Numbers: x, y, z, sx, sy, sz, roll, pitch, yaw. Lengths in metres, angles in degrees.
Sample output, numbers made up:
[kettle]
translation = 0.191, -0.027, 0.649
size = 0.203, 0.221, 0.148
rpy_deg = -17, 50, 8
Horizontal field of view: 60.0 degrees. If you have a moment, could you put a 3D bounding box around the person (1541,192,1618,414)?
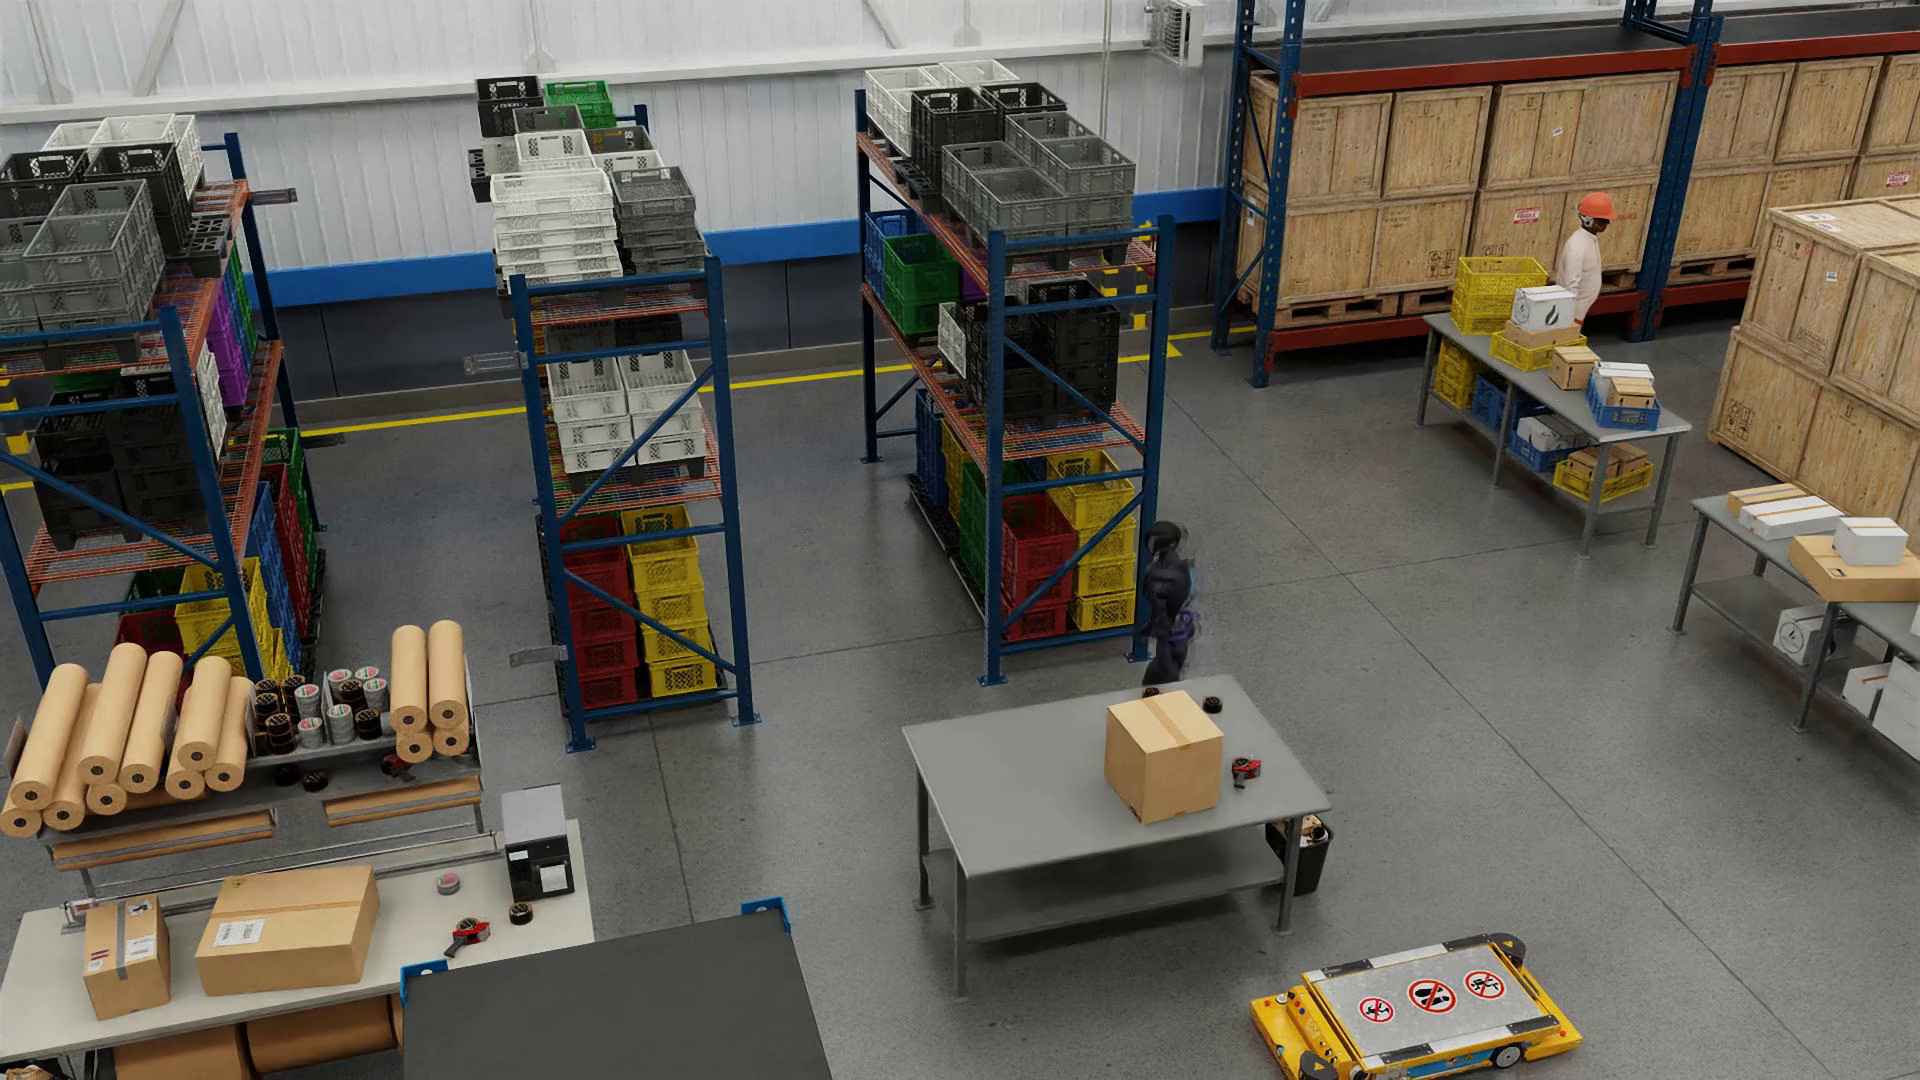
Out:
[person]
translation = 5.138, -1.931, 13.883
size = 0.385, 1.992, 0.624
rpy_deg = 14, 32, 24

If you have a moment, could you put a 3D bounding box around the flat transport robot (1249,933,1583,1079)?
[flat transport robot]
translation = 2.184, 2.282, 7.980
size = 1.431, 0.197, 0.652
rpy_deg = -8, 30, -14

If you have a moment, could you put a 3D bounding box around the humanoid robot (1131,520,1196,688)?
[humanoid robot]
translation = 1.254, 0.611, 9.609
size = 0.635, 1.637, 0.567
rpy_deg = 9, 30, 17
